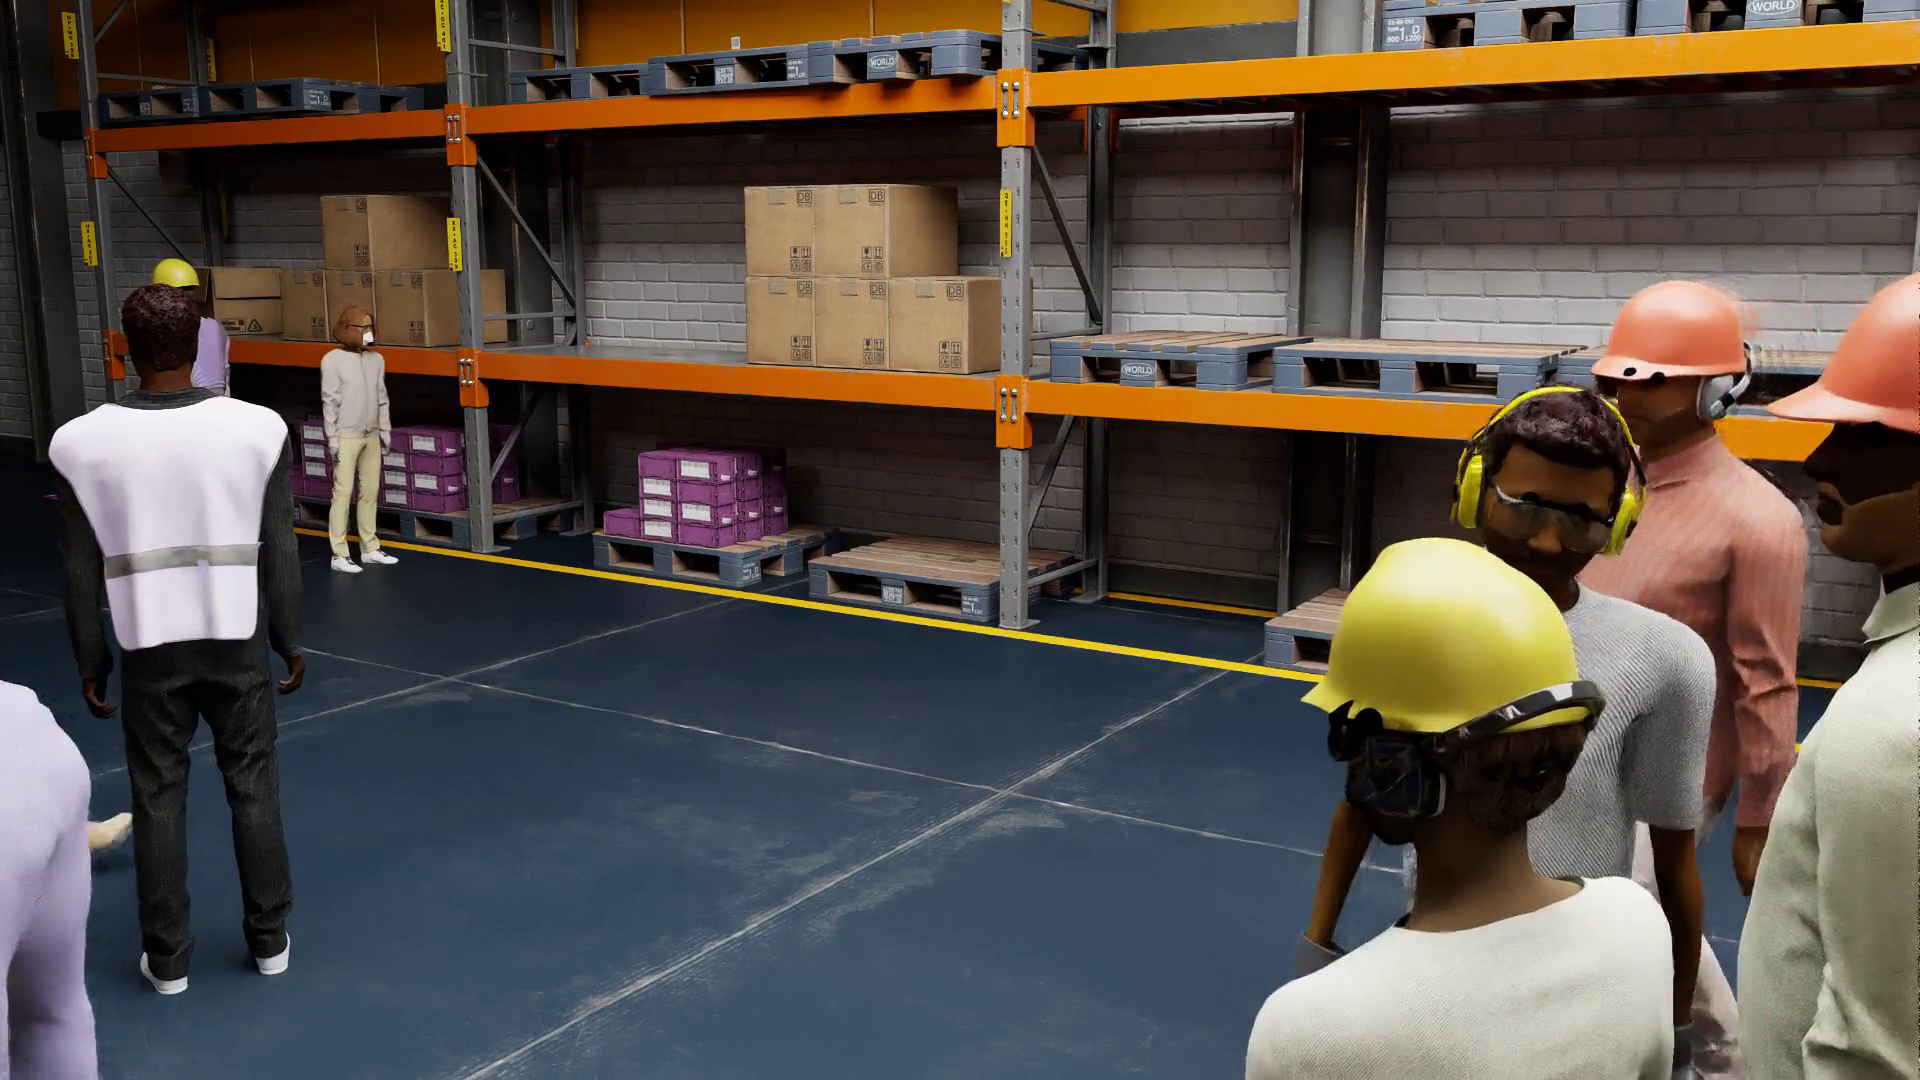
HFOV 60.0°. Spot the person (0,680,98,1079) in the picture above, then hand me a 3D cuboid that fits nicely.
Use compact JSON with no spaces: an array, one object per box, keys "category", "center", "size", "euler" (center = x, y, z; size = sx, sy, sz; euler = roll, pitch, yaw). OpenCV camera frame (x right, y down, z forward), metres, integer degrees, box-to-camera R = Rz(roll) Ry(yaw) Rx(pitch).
[{"category":"person","center":[-1.086,0.788,1.592],"size":[0.487,1.920,0.646],"euler":[4,11,21]}]

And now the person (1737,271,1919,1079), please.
[{"category":"person","center":[1.039,0.703,1.859],"size":[0.376,1.996,0.612],"euler":[10,14,43]}]

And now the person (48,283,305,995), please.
[{"category":"person","center":[-2.076,0.276,4.483],"size":[0.582,1.911,0.391],"euler":[-4,11,-23]}]

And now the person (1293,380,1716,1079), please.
[{"category":"person","center":[0.784,0.678,2.436],"size":[0.632,1.835,0.510],"euler":[-7,12,-34]}]

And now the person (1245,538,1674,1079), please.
[{"category":"person","center":[0.442,0.872,1.589],"size":[0.526,1.760,0.341],"euler":[-6,12,-32]}]

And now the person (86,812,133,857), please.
[{"category":"person","center":[-3.149,0.289,5.111],"size":[0.964,1.629,0.552],"euler":[-6,12,-30]}]

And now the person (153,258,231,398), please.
[{"category":"person","center":[-4.374,-0.627,9.455],"size":[0.391,1.922,0.590],"euler":[2,10,12]}]

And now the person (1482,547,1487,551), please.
[{"category":"person","center":[1.274,0.553,3.692],"size":[0.503,1.632,0.271],"euler":[-4,11,-19]}]

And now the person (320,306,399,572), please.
[{"category":"person","center":[-3.698,-0.618,10.223],"size":[0.284,1.629,0.501],"euler":[5,11,25]}]

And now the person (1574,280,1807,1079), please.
[{"category":"person","center":[1.416,0.441,3.451],"size":[0.879,1.969,0.622],"euler":[-2,10,-12]}]
